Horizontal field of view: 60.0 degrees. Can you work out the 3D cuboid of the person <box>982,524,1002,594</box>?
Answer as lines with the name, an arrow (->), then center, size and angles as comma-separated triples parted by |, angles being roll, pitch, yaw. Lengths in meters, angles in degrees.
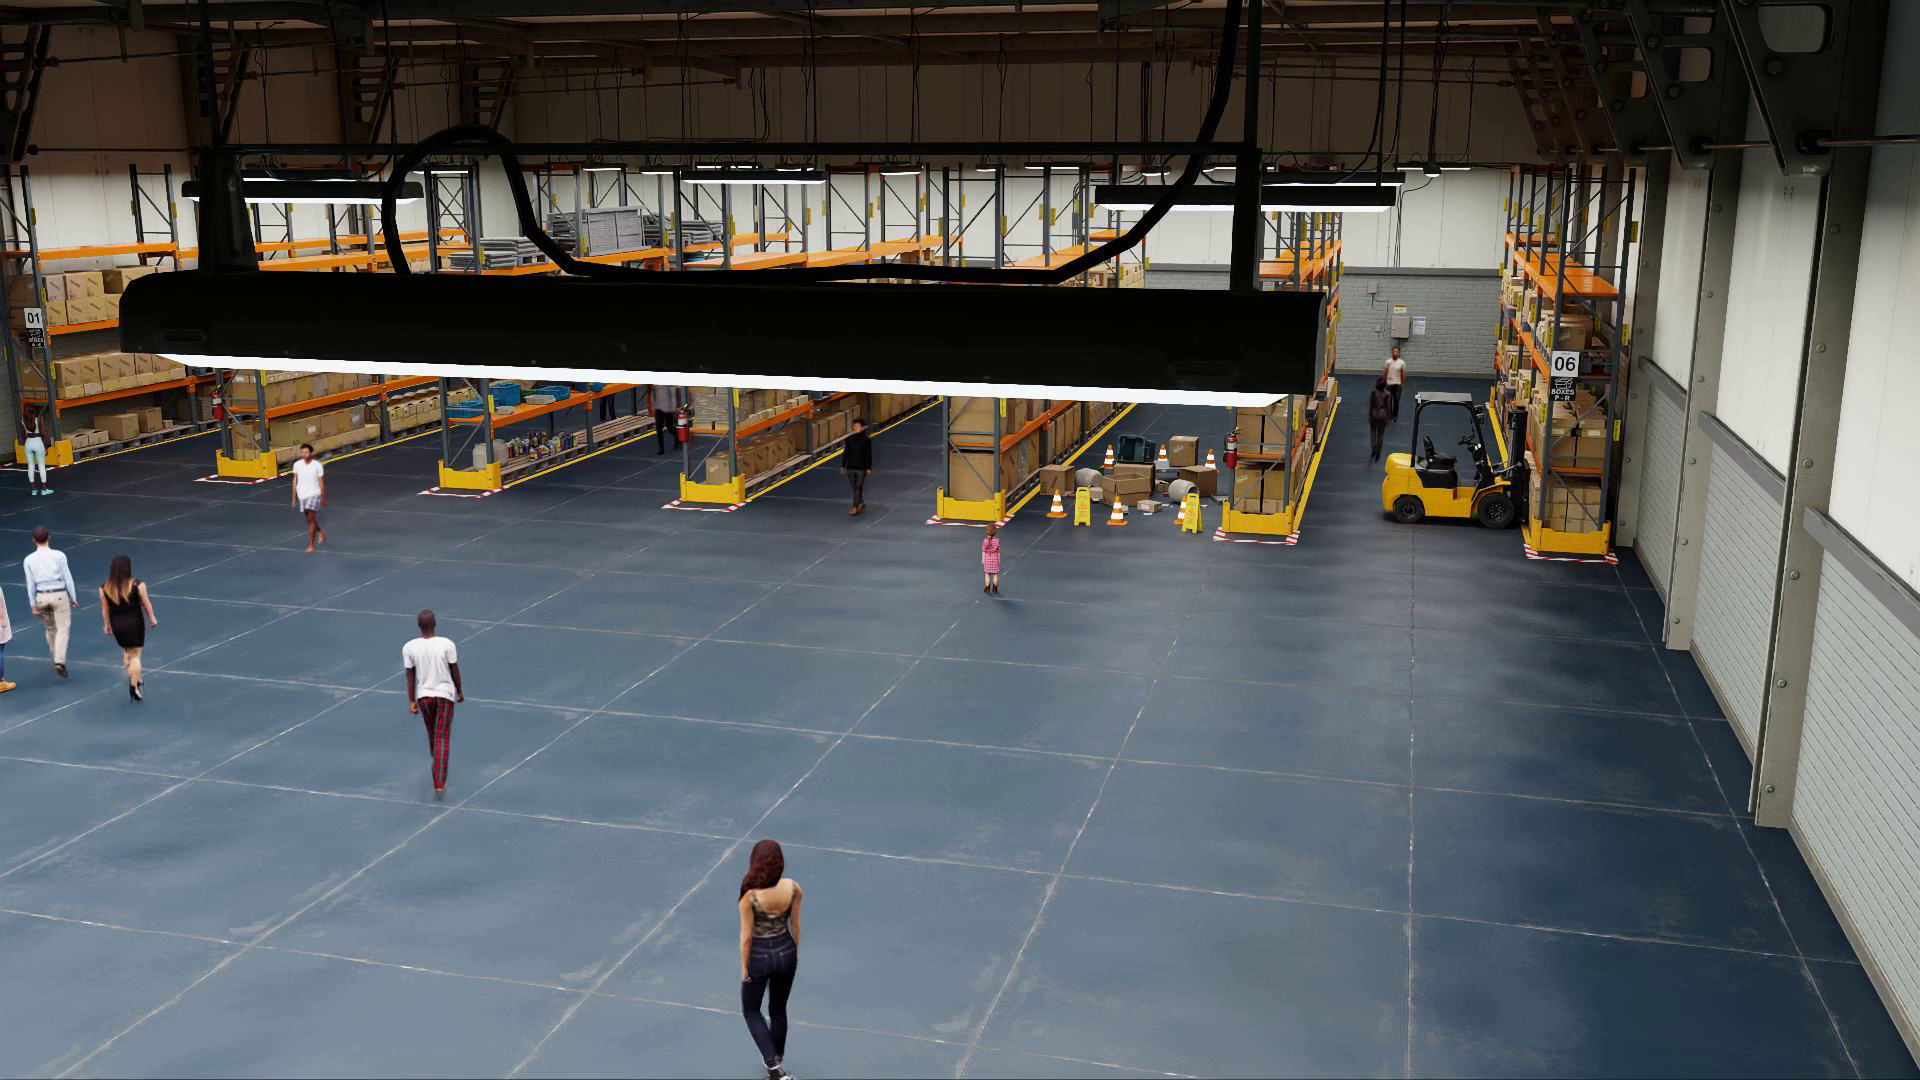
person -> 0.448, 0.261, 24.049 | 0.484, 1.022, 0.517 | -1, 13, -6

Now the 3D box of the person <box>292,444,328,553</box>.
person -> -10.400, -0.694, 26.678 | 0.737, 1.696, 1.152 | 2, 13, 7

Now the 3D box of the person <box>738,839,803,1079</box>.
person -> -1.244, 2.868, 11.153 | 0.881, 1.761, 0.951 | -7, 15, -26

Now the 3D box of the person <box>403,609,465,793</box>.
person -> -5.197, 1.623, 16.474 | 0.926, 1.786, 1.258 | -1, 13, -5

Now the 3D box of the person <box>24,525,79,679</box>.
person -> -10.976, 0.762, 20.109 | 1.063, 1.824, 1.286 | -4, 14, -15

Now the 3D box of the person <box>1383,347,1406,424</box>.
person -> 10.244, -3.655, 39.314 | 0.684, 1.764, 1.077 | 4, 14, 16

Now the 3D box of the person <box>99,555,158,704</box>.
person -> -9.606, 1.050, 19.163 | 0.857, 1.688, 0.997 | -1, 13, -5

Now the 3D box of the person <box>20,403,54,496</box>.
person -> -17.244, -1.706, 30.984 | 0.634, 1.725, 0.642 | -2, 13, -7

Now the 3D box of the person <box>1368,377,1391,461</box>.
person -> 8.685, -2.506, 34.495 | 0.583, 1.700, 0.730 | 4, 14, 15

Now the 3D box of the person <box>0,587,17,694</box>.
person -> -11.481, 0.932, 19.550 | 0.706, 1.743, 0.647 | 2, 13, 9

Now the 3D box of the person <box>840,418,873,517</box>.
person -> -1.797, -1.295, 29.279 | 0.791, 1.694, 1.097 | 6, 14, 25

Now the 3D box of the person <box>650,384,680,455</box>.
person -> -6.224, -2.773, 35.211 | 0.761, 1.896, 1.114 | 4, 14, 17
